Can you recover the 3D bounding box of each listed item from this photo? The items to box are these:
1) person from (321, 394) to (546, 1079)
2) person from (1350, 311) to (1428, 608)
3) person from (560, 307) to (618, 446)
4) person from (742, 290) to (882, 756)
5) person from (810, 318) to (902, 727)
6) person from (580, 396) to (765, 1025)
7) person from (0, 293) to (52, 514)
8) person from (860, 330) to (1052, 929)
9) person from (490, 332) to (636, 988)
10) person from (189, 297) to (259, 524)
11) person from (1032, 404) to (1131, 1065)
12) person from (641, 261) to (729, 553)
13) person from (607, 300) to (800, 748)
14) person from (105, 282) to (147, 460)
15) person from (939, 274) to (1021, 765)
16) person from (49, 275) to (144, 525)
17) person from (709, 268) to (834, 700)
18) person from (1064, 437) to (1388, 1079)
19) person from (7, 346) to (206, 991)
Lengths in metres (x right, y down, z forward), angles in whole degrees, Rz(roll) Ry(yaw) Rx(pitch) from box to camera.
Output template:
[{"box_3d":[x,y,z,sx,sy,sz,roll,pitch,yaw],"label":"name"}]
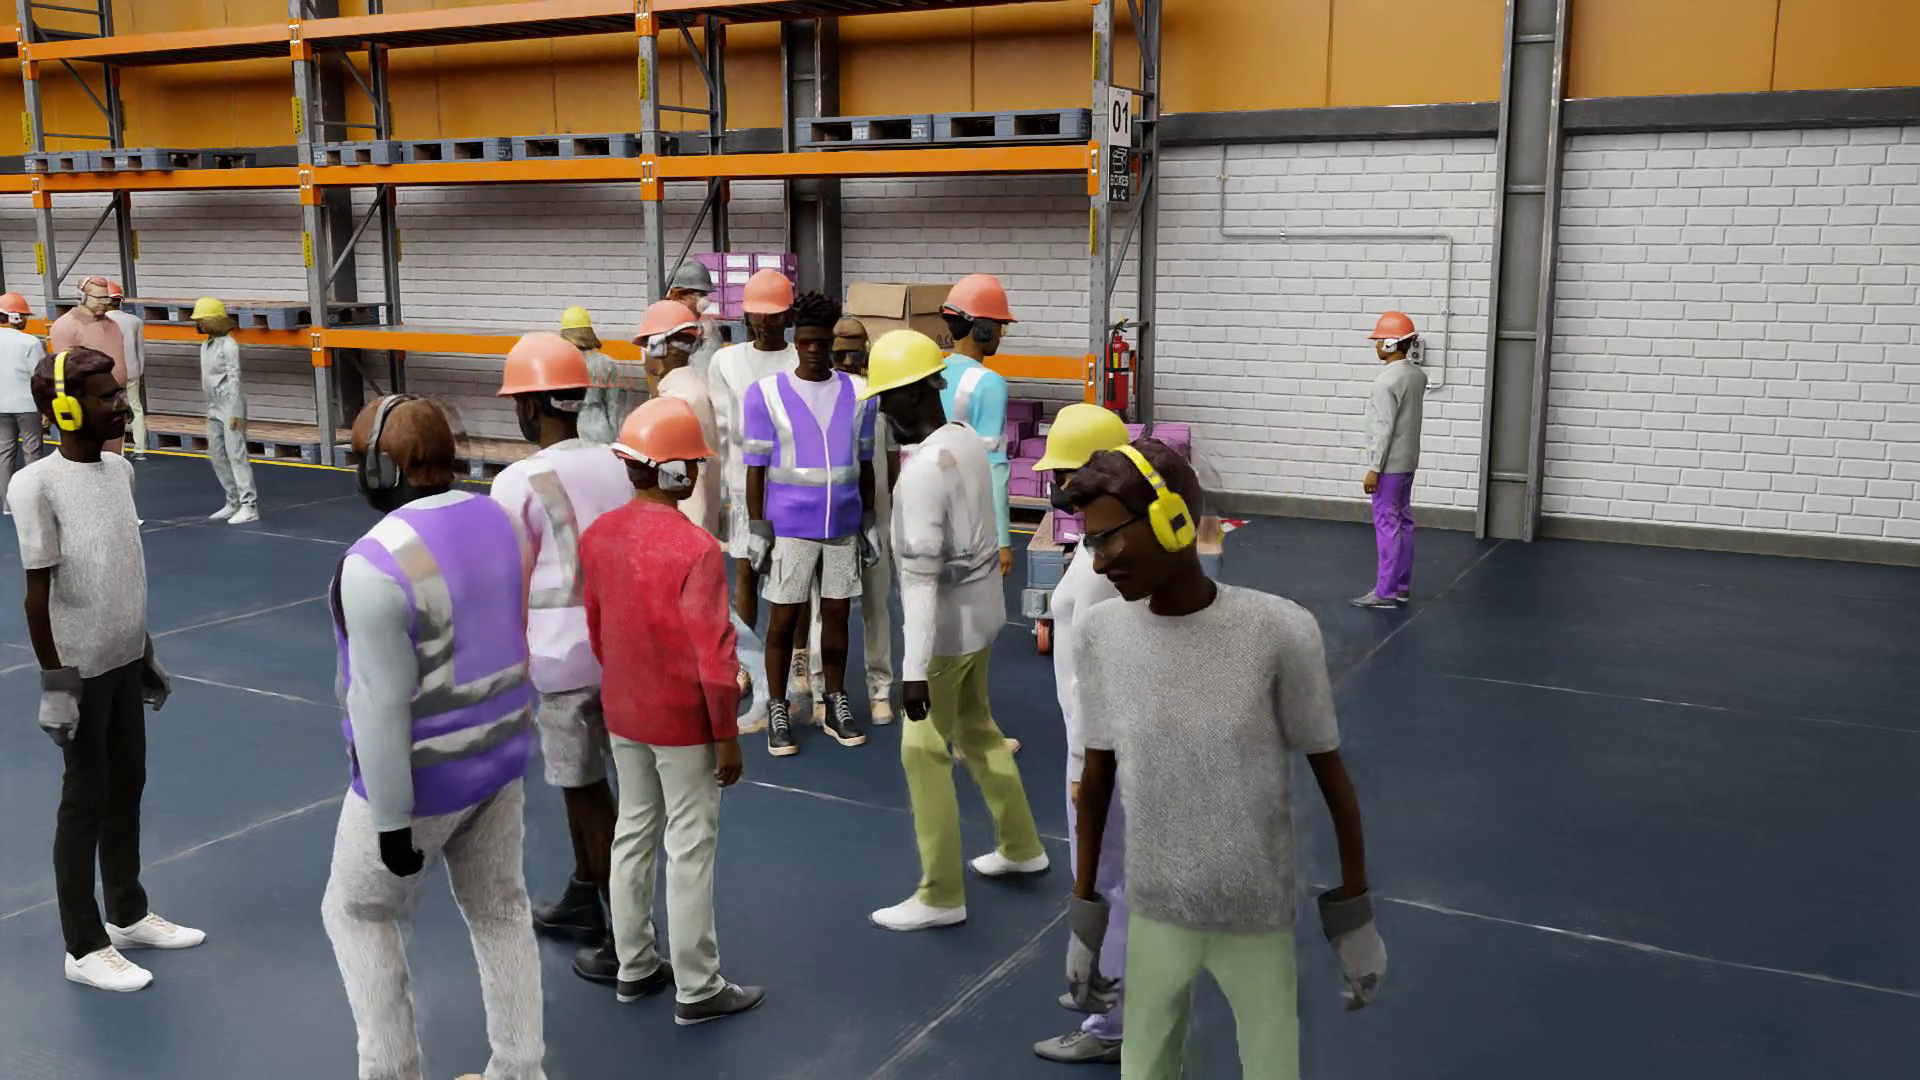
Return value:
[{"box_3d":[-1.320,0.557,4.041,0.661,1.822,0.639,4,11,23],"label":"person"},{"box_3d":[2.544,-0.474,9.857,0.325,1.752,0.560,7,13,34],"label":"person"},{"box_3d":[-2.451,-0.642,10.824,0.483,1.738,0.312,-8,13,-39],"label":"person"},{"box_3d":[-0.619,-0.071,7.068,0.611,1.962,0.364,-5,11,-25],"label":"person"},{"box_3d":[-0.496,-0.070,7.432,0.501,1.838,0.340,-2,11,-11],"label":"person"},{"box_3d":[-0.807,0.475,4.655,0.563,1.752,0.325,8,13,39],"label":"person"},{"box_3d":[-7.433,-1.072,13.148,0.575,1.745,0.335,2,10,8],"label":"person"},{"box_3d":[-0.015,0.285,5.300,0.568,1.898,0.750,3,11,16],"label":"person"},{"box_3d":[-1.174,0.352,4.901,0.758,1.908,0.557,5,12,26],"label":"person"},{"box_3d":[-5.660,-0.990,12.744,0.501,1.734,0.355,9,14,40],"label":"person"},{"box_3d":[0.356,0.517,4.427,0.339,1.760,0.529,3,11,15],"label":"person"},{"box_3d":[-1.808,-0.883,11.315,0.535,2.000,0.680,7,12,34],"label":"person"},{"box_3d":[-1.219,-0.066,7.162,1.066,1.932,0.607,-1,10,-3],"label":"person"},{"box_3d":[-8.208,-1.632,16.204,0.329,1.751,0.568,5,12,28],"label":"person"},{"box_3d":[0.051,-0.085,6.970,0.409,2.035,0.613,-6,12,-29],"label":"person"},{"box_3d":[-6.403,-1.008,12.387,0.405,1.902,0.636,2,11,11],"label":"person"},{"box_3d":[-0.891,-0.249,7.835,0.605,2.043,0.384,0,10,3],"label":"person"},{"box_3d":[0.530,0.726,3.092,0.698,1.832,0.367,5,11,24],"label":"person"},{"box_3d":[-2.514,0.372,4.890,0.321,1.876,0.532,1,10,4],"label":"person"}]
